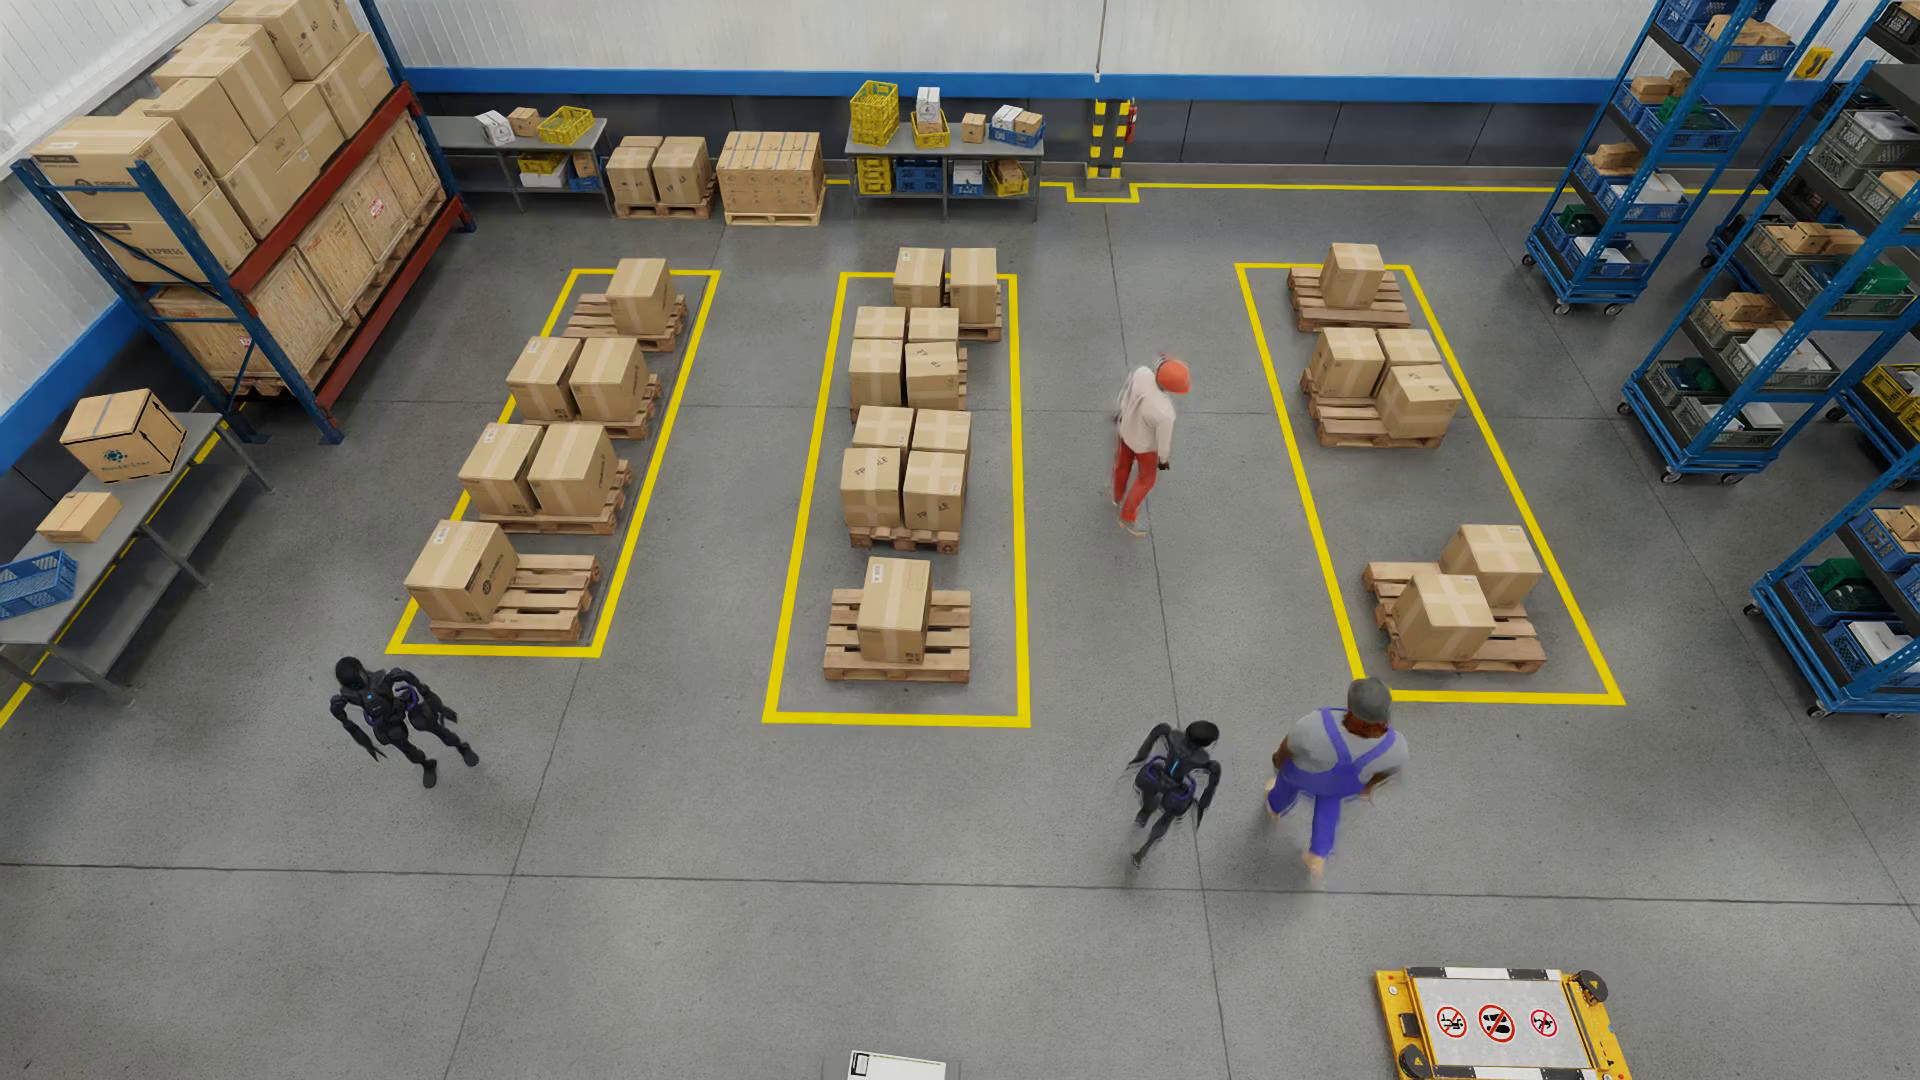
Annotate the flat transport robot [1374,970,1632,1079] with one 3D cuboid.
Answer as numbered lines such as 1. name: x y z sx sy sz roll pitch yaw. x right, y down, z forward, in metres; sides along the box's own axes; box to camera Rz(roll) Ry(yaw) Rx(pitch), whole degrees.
1. flat transport robot: 3.501 3.133 5.914 1.431 0.197 0.652 1 51 1

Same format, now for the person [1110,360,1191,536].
1. person: 1.616 -0.911 8.155 0.376 1.942 0.718 -19 53 -15

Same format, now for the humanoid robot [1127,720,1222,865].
1. humanoid robot: 1.378 1.687 6.216 0.618 1.639 0.567 33 58 24

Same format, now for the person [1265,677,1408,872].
1. person: 2.441 1.524 6.101 0.697 2.000 0.679 10 51 8

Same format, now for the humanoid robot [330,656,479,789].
1. humanoid robot: -3.979 1.282 6.534 0.604 1.647 0.353 -28 56 -21
